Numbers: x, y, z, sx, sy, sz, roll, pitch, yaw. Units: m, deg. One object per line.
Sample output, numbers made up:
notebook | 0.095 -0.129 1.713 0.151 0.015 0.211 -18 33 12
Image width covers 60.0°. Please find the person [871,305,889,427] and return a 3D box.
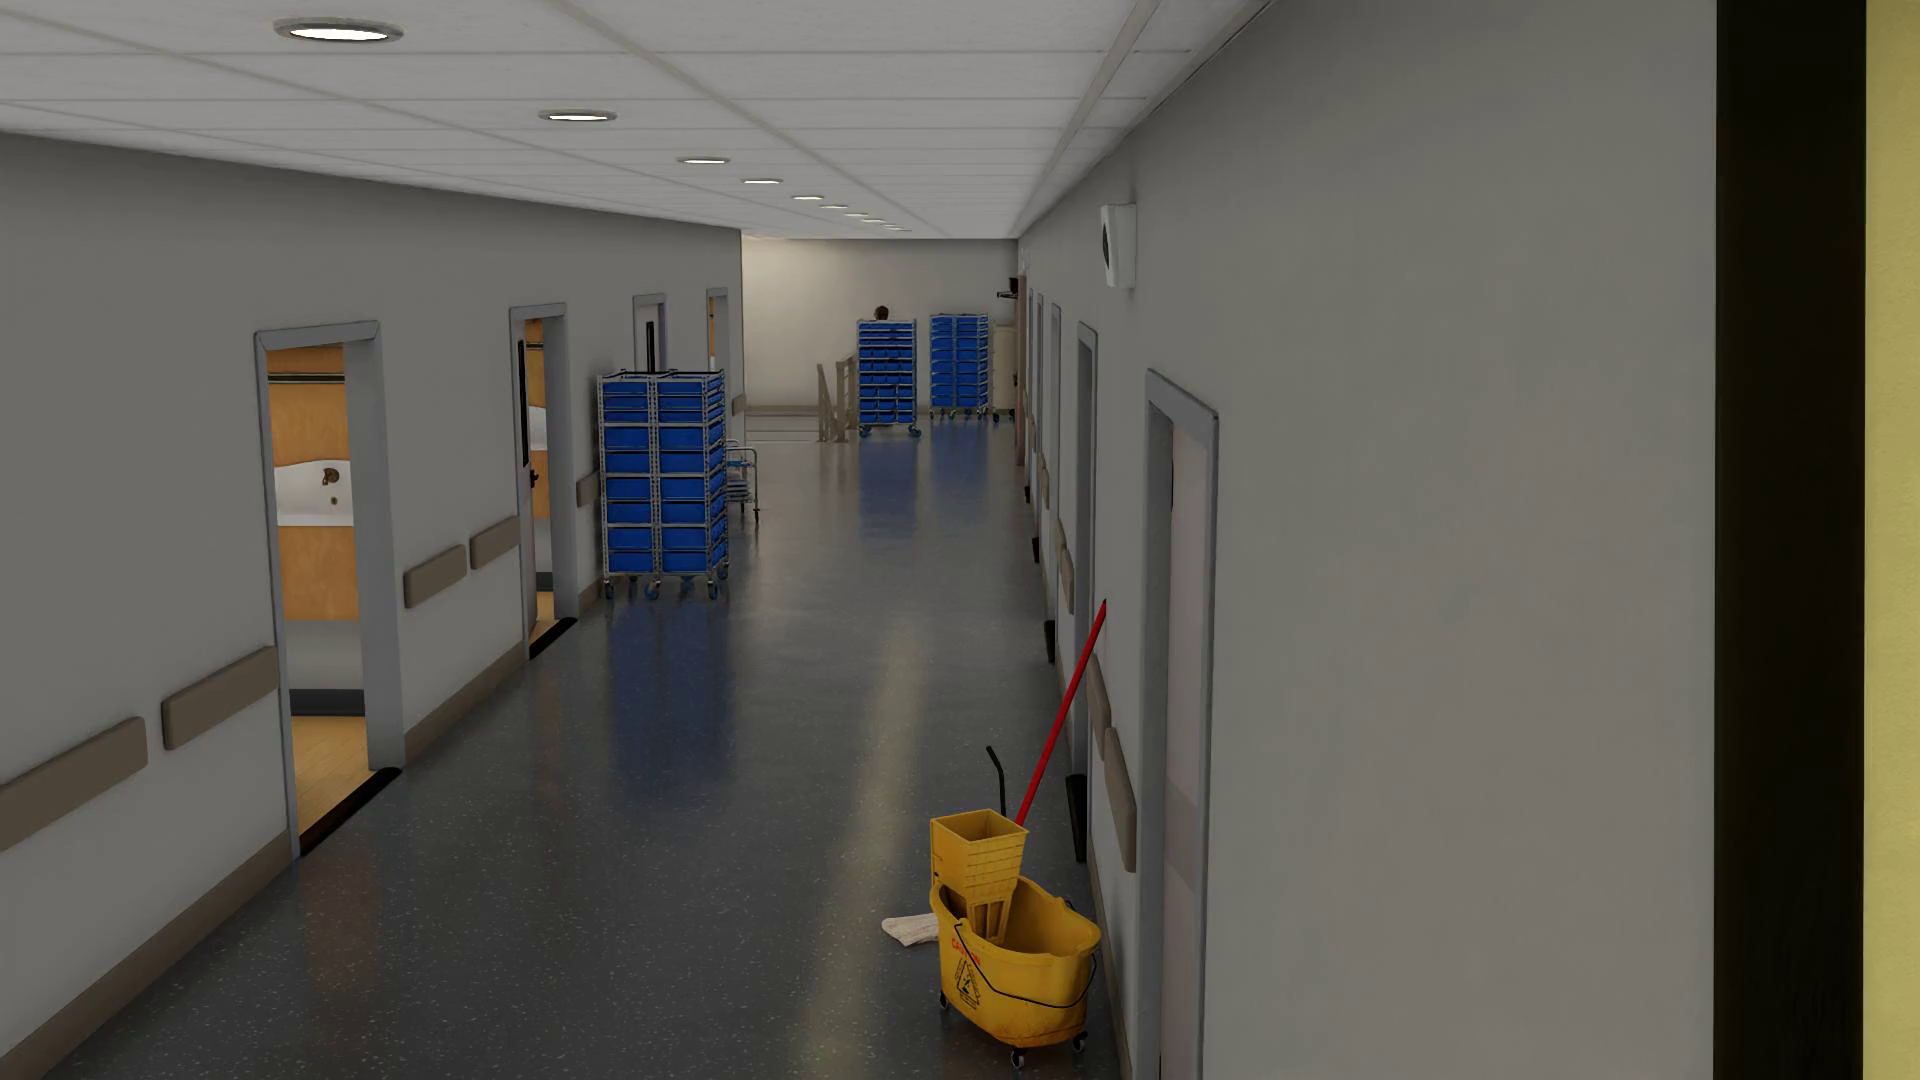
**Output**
person | -1.237 -2.782 26.636 0.372 1.940 0.631 2 10 14
